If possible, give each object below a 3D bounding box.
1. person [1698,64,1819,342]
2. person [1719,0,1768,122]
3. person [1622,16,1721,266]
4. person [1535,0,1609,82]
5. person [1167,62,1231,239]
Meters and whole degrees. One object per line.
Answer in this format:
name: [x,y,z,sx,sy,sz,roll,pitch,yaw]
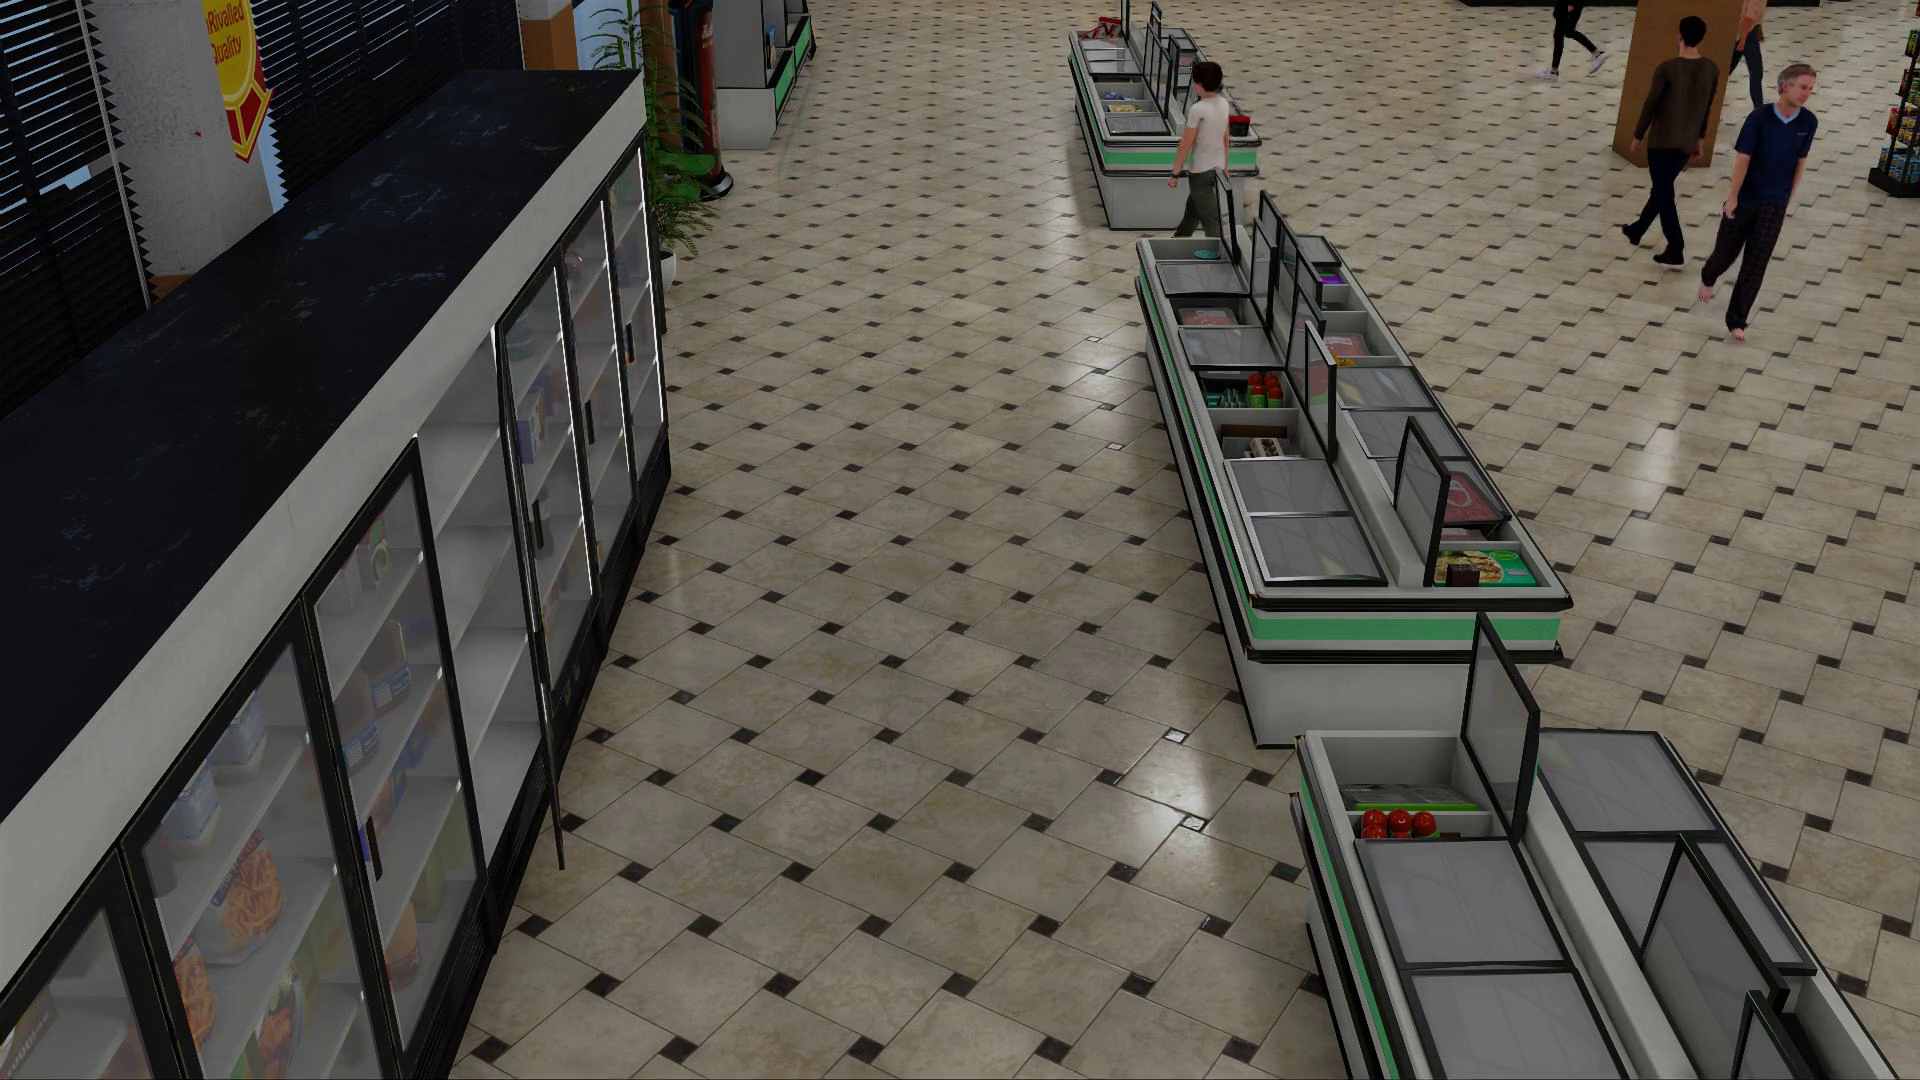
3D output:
person: [5.495,-2.357,11.516,0.828,1.834,1.161,7,28,13]
person: [7.982,-5.165,17.148,0.826,1.749,1.035,5,27,10]
person: [5.529,-3.015,12.812,0.809,1.836,1.253,-5,27,-10]
person: [7.104,-6.131,19.016,0.939,1.781,1.032,12,29,22]
person: [1.900,-2.712,12.449,1.042,1.624,1.104,-24,35,-38]
